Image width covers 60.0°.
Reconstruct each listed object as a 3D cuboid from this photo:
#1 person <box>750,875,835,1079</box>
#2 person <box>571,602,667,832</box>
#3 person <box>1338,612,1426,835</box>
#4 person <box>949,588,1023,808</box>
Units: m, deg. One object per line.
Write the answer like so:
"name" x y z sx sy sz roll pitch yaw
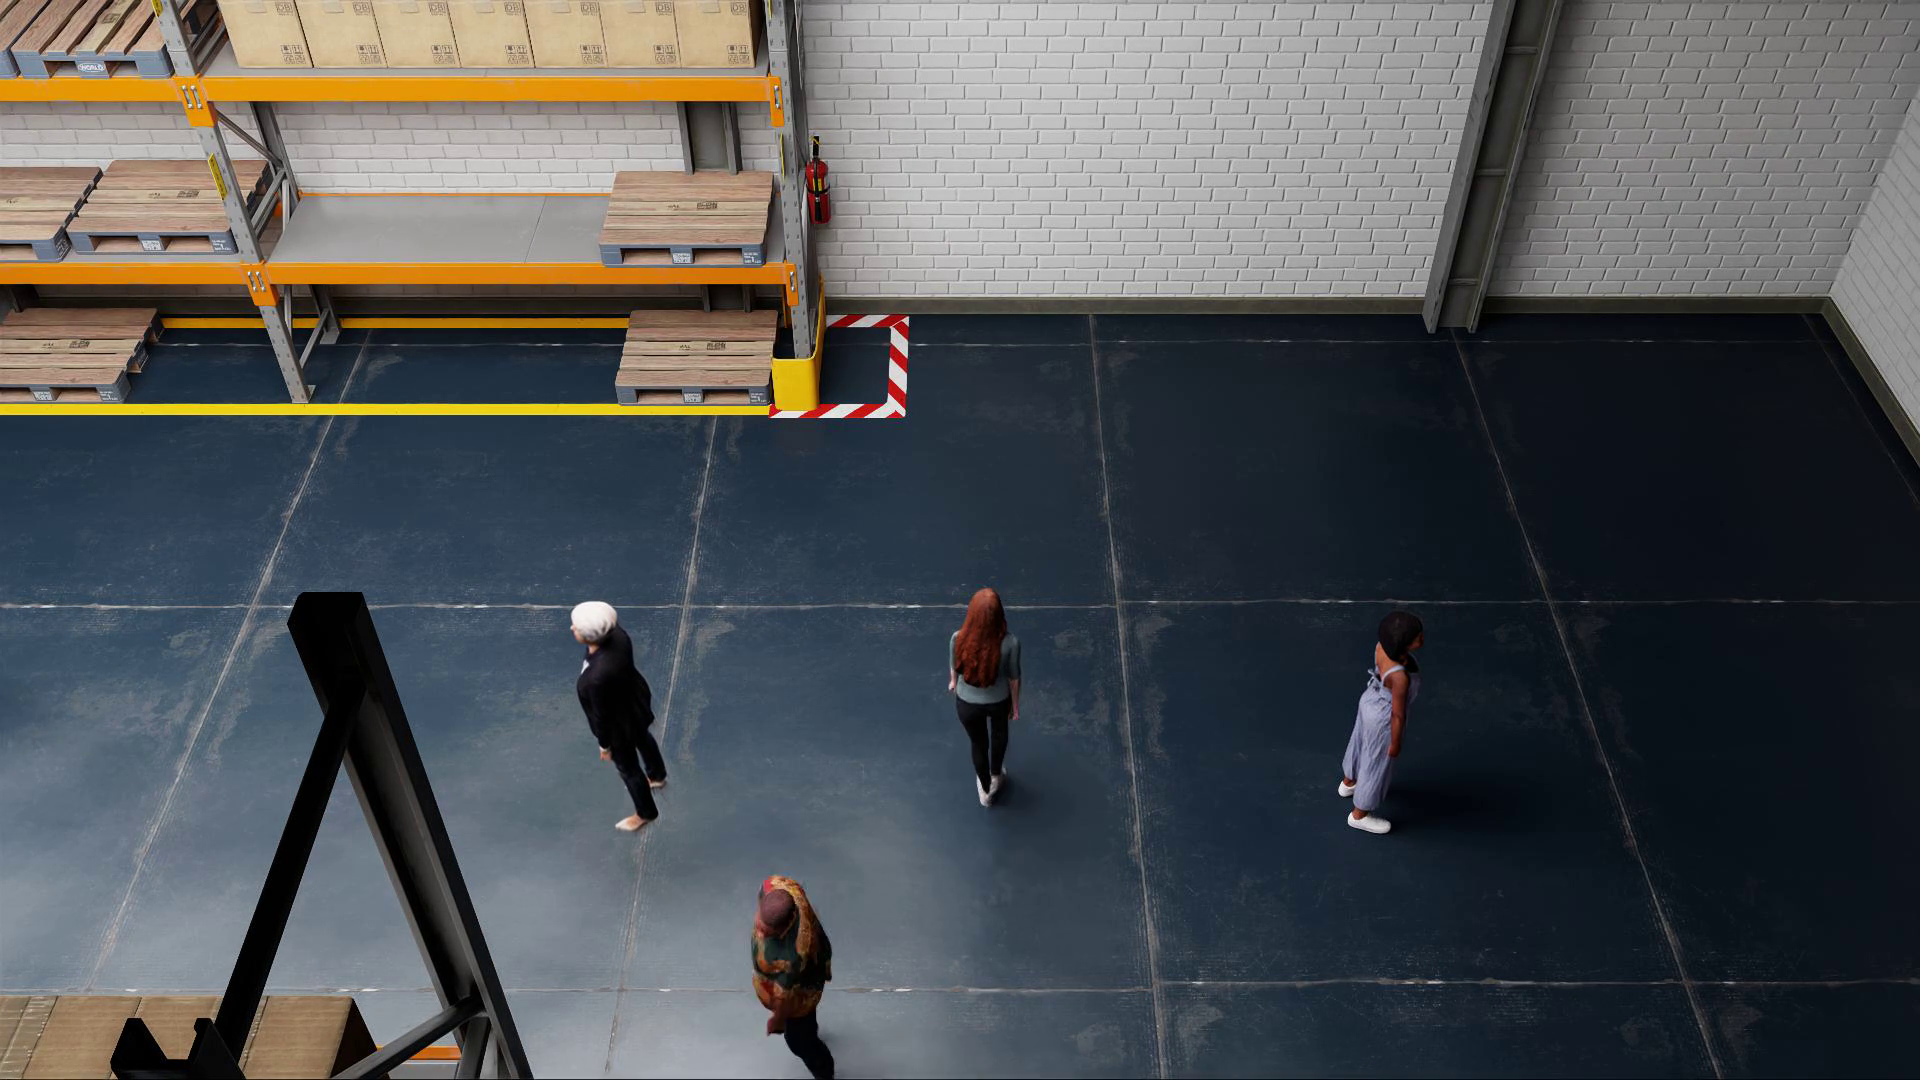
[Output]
"person" -0.839 2.158 8.445 0.737 1.777 0.899 2 44 2
"person" -1.828 0.899 9.002 0.626 1.777 0.734 5 44 5
"person" 2.461 1.032 9.686 0.515 1.696 0.567 -1 44 -1
"person" 0.138 0.998 9.694 0.531 1.733 0.626 1 44 1
